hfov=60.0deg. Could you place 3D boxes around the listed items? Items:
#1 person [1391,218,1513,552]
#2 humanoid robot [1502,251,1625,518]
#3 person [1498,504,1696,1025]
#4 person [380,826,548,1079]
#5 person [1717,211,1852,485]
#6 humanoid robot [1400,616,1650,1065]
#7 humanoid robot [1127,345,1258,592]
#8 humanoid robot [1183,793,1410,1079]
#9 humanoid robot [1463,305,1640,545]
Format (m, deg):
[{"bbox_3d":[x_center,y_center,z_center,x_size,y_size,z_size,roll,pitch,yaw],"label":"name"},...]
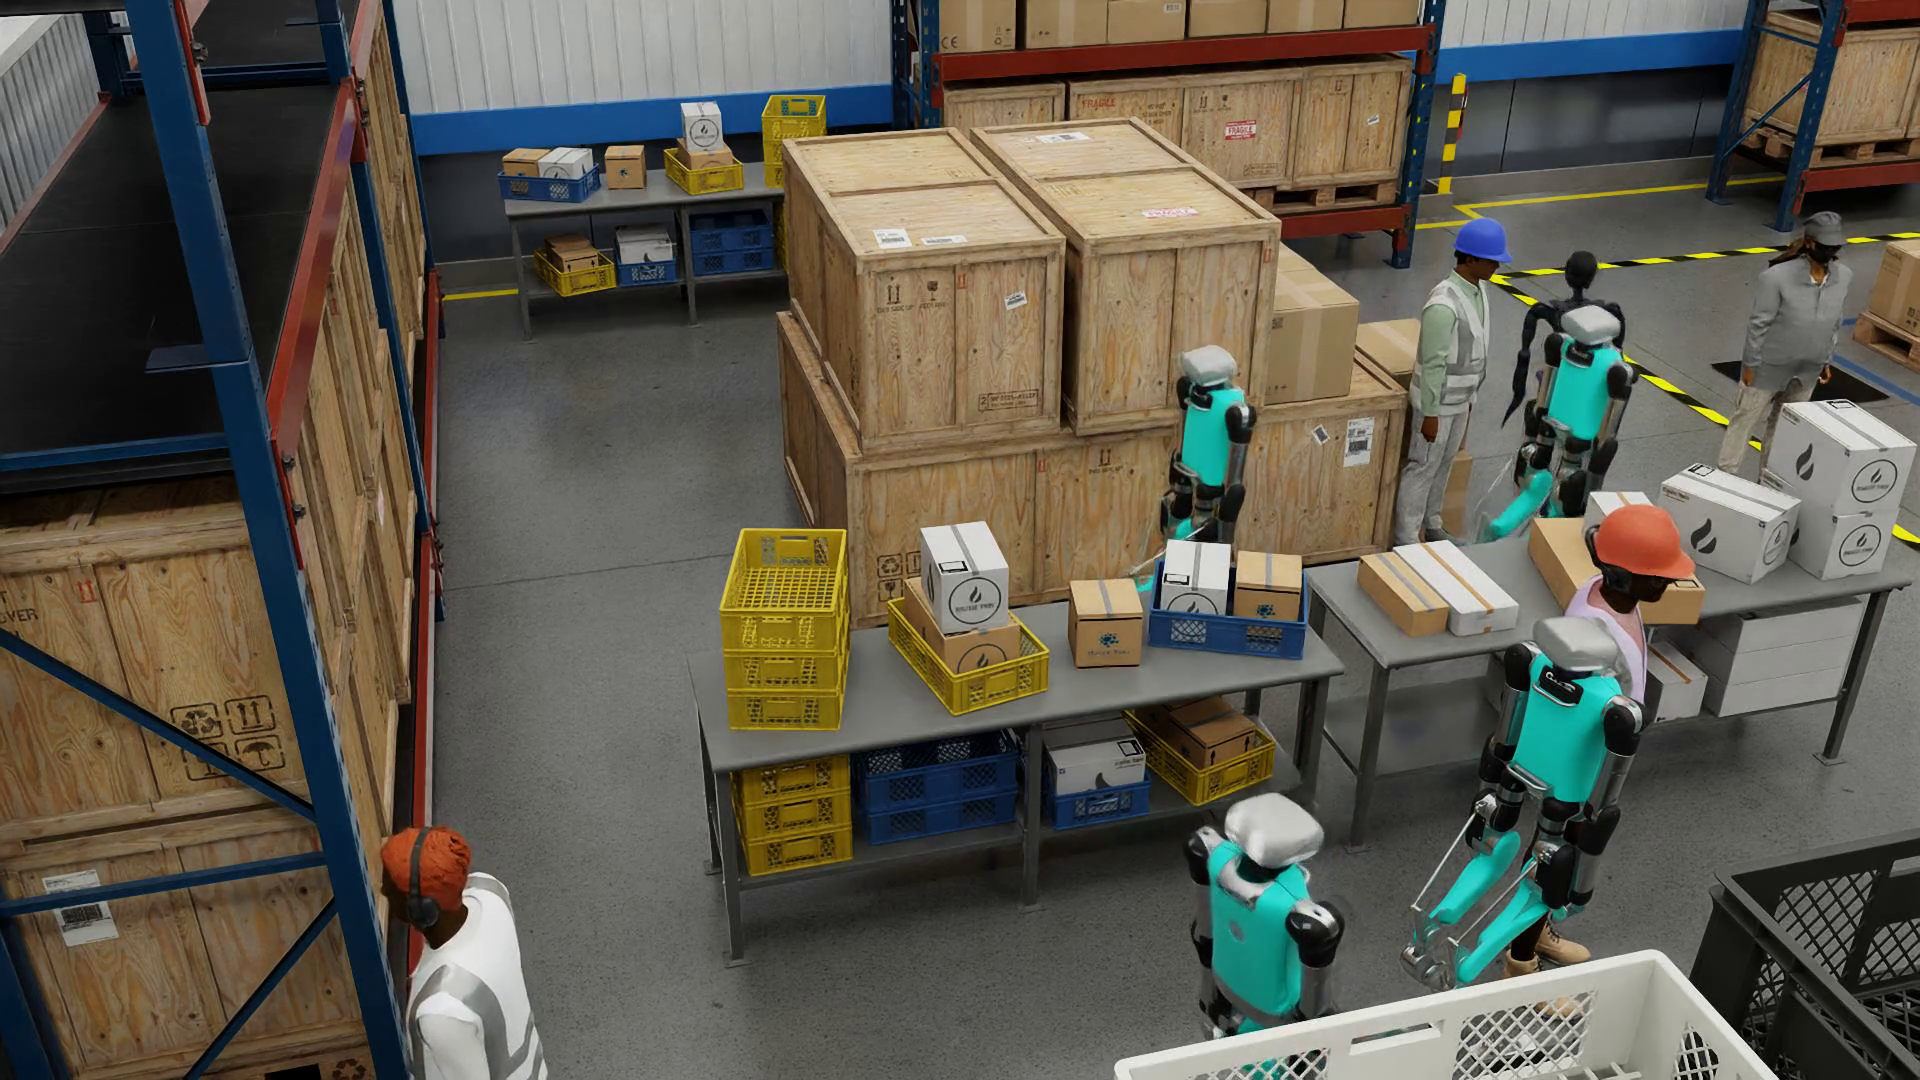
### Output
[{"bbox_3d":[2.575,-0.759,8.768,0.411,1.939,0.602,19,34,31],"label":"person"},{"bbox_3d":[3.286,-0.764,9.056,0.590,1.644,0.531,4,29,7],"label":"humanoid robot"},{"bbox_3d":[2.213,0.783,5.859,0.376,2.043,0.606,13,31,21],"label":"person"},{"bbox_3d":[-1.325,1.560,4.612,0.353,1.881,0.574,-2,29,-3],"label":"person"},{"bbox_3d":[4.645,-1.000,9.374,0.561,1.769,0.395,-4,29,-8],"label":"person"},{"bbox_3d":[1.769,1.060,5.535,0.735,1.673,0.533,-15,32,-26],"label":"humanoid robot"},{"bbox_3d":[0.951,-0.013,7.637,1.036,1.742,0.556,-12,31,-21],"label":"humanoid robot"},{"bbox_3d":[1.019,1.429,4.985,0.976,1.734,0.535,-20,34,-32],"label":"humanoid robot"},{"bbox_3d":[2.733,-0.225,8.007,0.773,1.791,0.537,-12,31,-21],"label":"humanoid robot"}]
